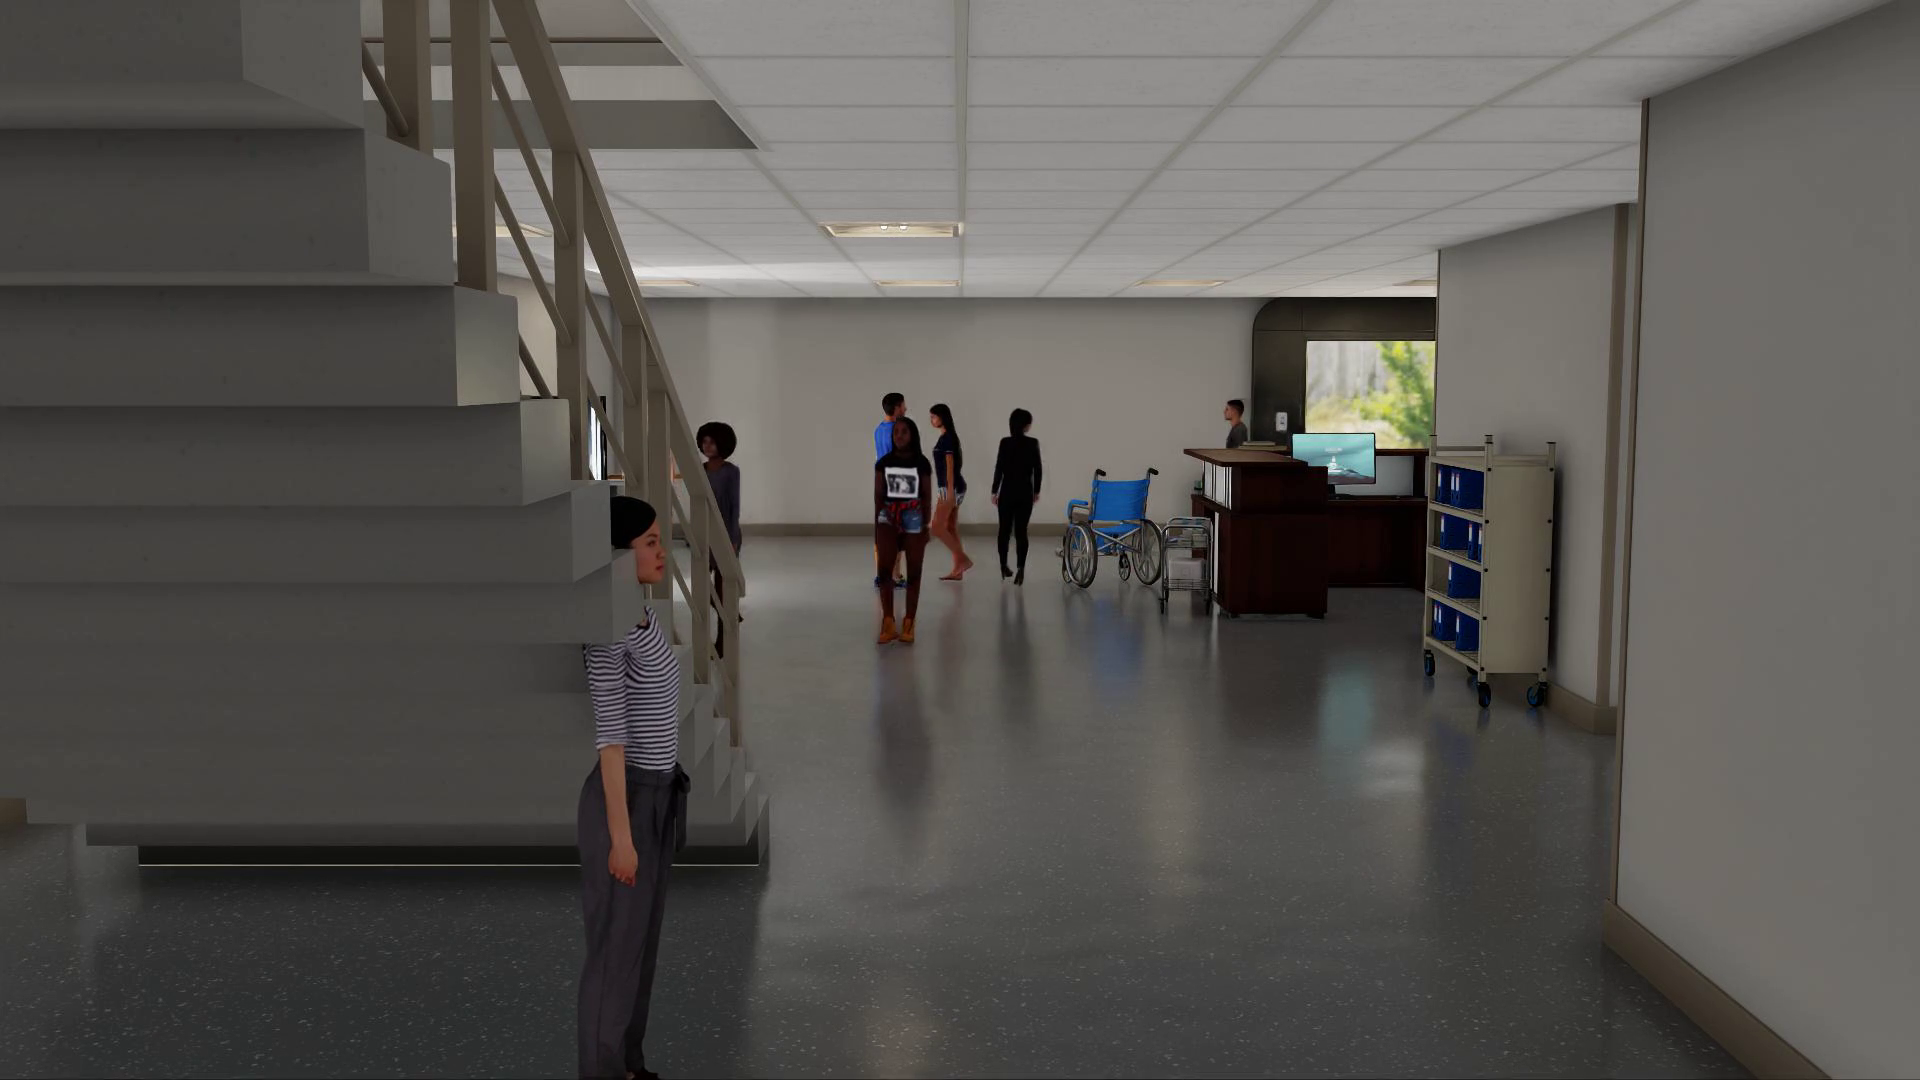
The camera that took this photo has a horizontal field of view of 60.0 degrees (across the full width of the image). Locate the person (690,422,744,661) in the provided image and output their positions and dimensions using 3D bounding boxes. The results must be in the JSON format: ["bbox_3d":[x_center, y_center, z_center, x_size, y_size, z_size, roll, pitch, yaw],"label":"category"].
[{"bbox_3d":[-1.693,0.009,11.952,0.758,1.696,0.853,3,6,27],"label":"person"}]

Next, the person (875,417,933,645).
[{"bbox_3d":[-0.412,-0.067,12.612,0.667,1.713,0.771,1,6,8],"label":"person"}]

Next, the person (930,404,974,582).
[{"bbox_3d":[-0.001,-0.458,16.364,0.705,1.741,0.611,0,6,0],"label":"person"}]

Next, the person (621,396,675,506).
[{"bbox_3d":[-3.063,-0.530,16.409,0.747,1.875,1.050,0,6,-4],"label":"person"}]

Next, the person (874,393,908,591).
[{"bbox_3d":[-0.657,-0.476,15.907,0.766,1.869,0.674,-4,7,-34],"label":"person"}]

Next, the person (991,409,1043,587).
[{"bbox_3d":[0.562,-0.383,15.900,0.639,1.685,0.857,0,6,-3],"label":"person"}]

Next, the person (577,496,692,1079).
[{"bbox_3d":[-0.913,0.740,4.490,0.653,1.733,0.449,0,6,2],"label":"person"}]

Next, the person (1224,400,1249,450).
[{"bbox_3d":[3.127,-0.646,18.335,0.852,1.720,1.065,1,6,11],"label":"person"}]
